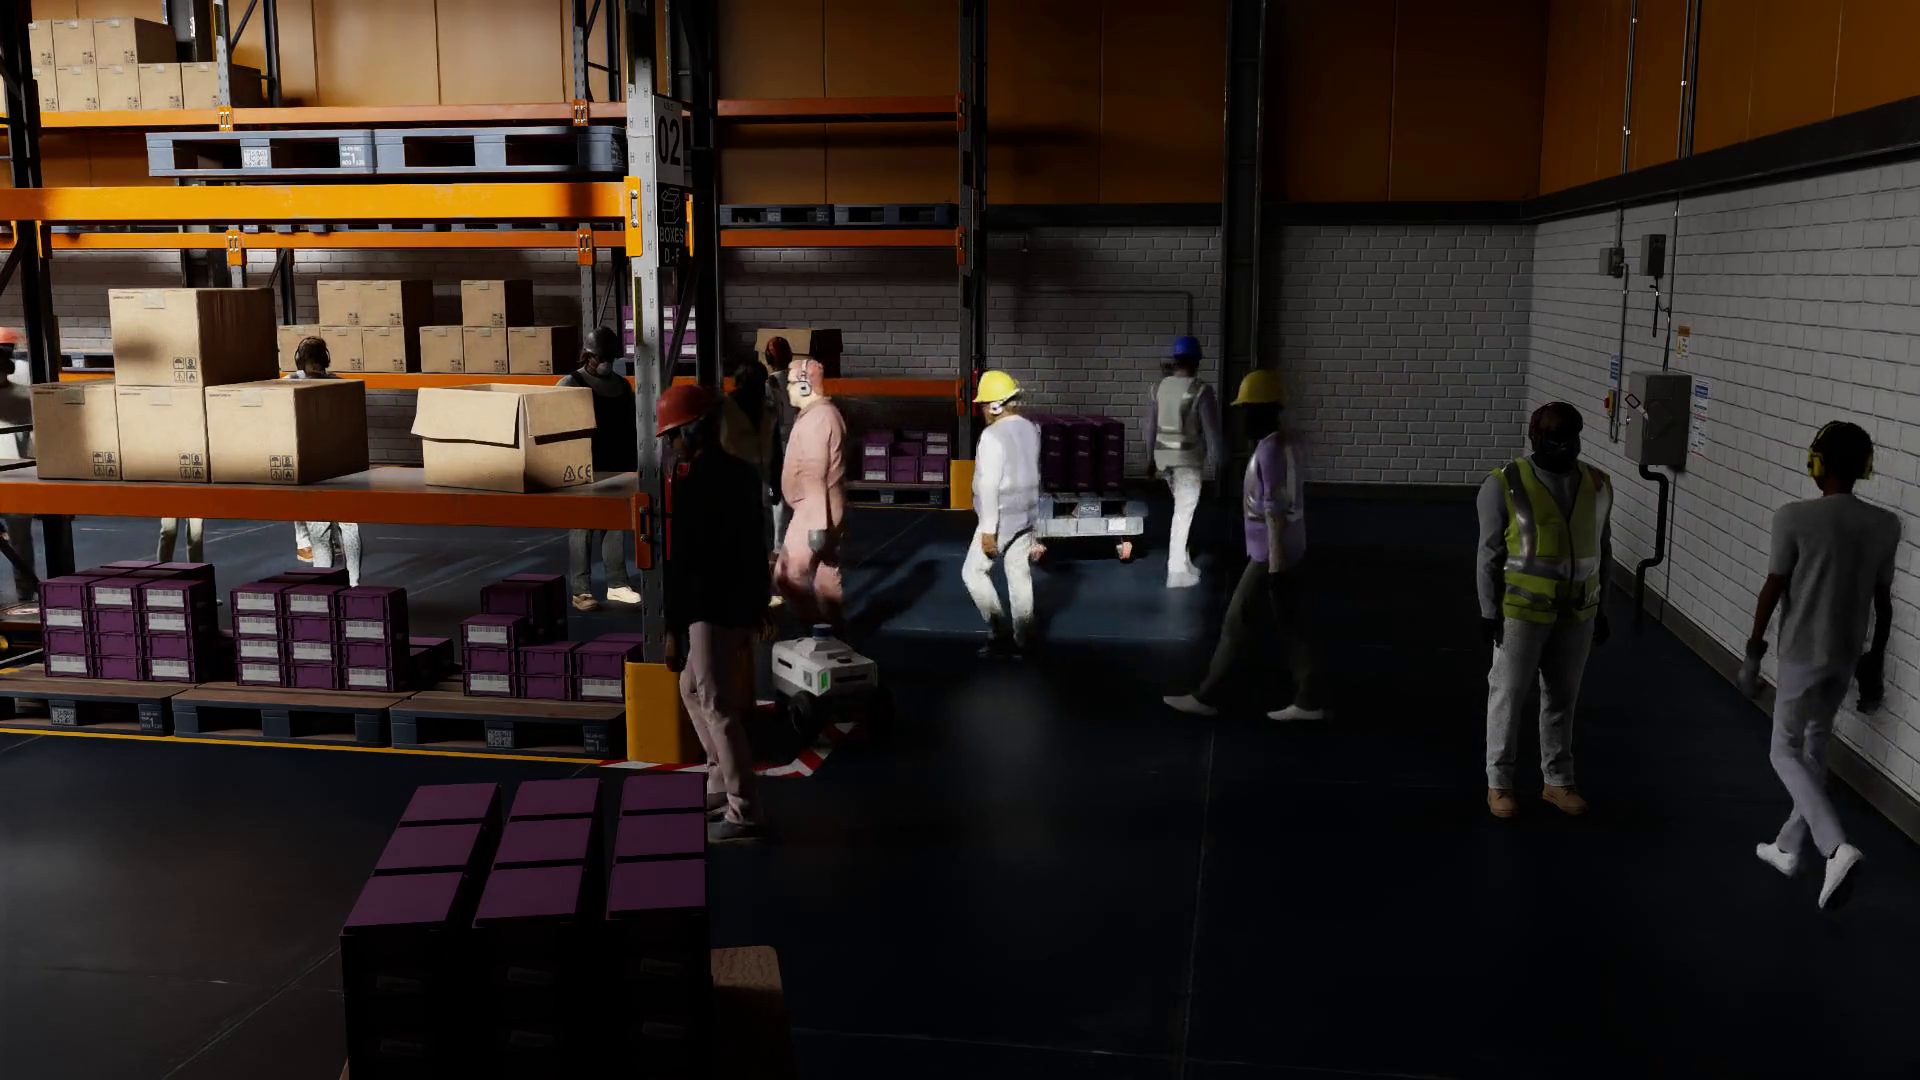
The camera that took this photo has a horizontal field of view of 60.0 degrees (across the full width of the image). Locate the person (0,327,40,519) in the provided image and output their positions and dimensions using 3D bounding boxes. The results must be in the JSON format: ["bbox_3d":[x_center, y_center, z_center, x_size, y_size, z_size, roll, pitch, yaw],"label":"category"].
[{"bbox_3d":[-9.110,-1.125,16.158,0.899,1.890,0.562,6,11,31],"label":"person"}]

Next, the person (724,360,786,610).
[{"bbox_3d":[-1.600,-0.404,12.000,0.980,1.790,0.663,8,12,42],"label":"person"}]

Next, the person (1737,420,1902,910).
[{"bbox_3d":[3.326,0.473,6.373,0.544,1.844,0.778,-1,9,-5],"label":"person"}]

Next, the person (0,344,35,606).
[{"bbox_3d":[-6.792,-0.430,11.793,0.656,1.926,0.686,-5,11,-30],"label":"person"}]

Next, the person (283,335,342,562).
[{"bbox_3d":[-5.389,-0.767,13.926,0.337,1.881,0.584,5,10,29],"label":"person"}]

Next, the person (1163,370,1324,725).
[{"bbox_3d":[1.540,0.047,8.865,0.937,1.880,0.607,3,10,16],"label":"person"}]

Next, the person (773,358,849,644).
[{"bbox_3d":[-0.887,-0.142,10.017,0.462,1.889,0.678,1,9,7],"label":"person"}]

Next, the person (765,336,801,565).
[{"bbox_3d":[-1.452,-0.729,13.691,0.356,1.885,0.575,8,12,40],"label":"person"}]

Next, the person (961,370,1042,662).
[{"bbox_3d":[0.259,-0.133,10.226,0.465,1.807,0.627,6,11,34],"label":"person"}]

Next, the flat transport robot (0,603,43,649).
[{"bbox_3d":[-5.661,0.561,10.678,1.431,0.197,0.652,1,9,8],"label":"flat transport robot"}]

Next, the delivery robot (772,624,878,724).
[{"bbox_3d":[-0.720,0.683,8.750,0.477,0.478,0.707,-5,10,-29],"label":"delivery robot"}]

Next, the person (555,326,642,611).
[{"bbox_3d":[-2.546,-0.525,11.939,0.535,2.000,0.674,7,12,38],"label":"person"}]

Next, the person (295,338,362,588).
[{"bbox_3d":[-4.609,-0.487,12.034,0.373,1.936,0.627,6,11,31],"label":"person"}]

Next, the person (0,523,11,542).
[{"bbox_3d":[-8.715,-0.867,14.720,0.554,1.830,0.514,-2,9,-15],"label":"person"}]

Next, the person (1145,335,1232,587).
[{"bbox_3d":[1.786,-0.609,12.818,0.655,1.912,0.713,-7,11,-36],"label":"person"}]

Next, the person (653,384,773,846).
[{"bbox_3d":[-1.041,0.314,7.047,0.620,1.936,0.679,3,10,18],"label":"person"}]

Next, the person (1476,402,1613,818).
[{"bbox_3d":[2.594,0.311,7.367,0.627,1.846,0.429,-1,9,-8],"label":"person"}]

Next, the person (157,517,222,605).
[{"bbox_3d":[-5.543,-0.422,11.867,0.315,1.858,0.526,6,11,33],"label":"person"}]
